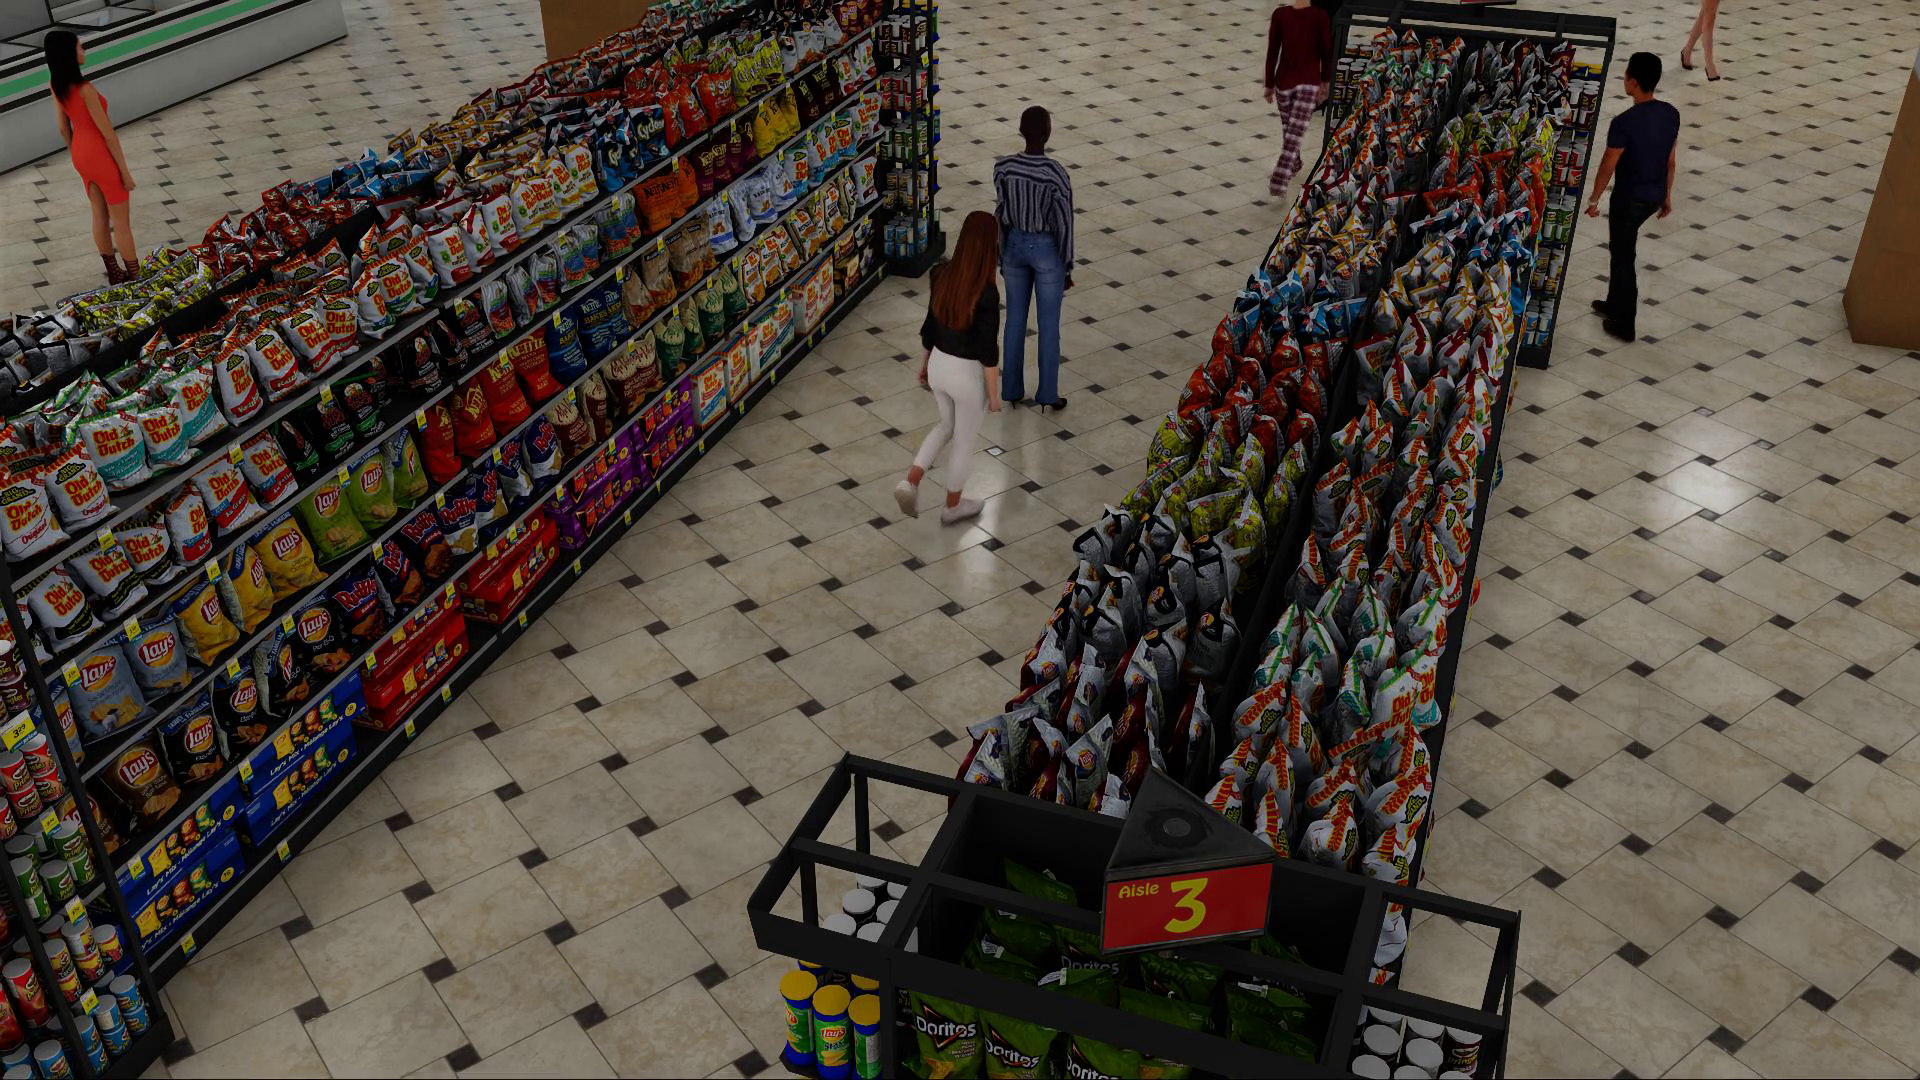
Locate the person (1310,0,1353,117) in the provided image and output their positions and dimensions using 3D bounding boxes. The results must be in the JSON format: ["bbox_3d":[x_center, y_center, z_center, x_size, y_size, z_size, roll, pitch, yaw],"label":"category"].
[{"bbox_3d":[3.124,-4.449,14.098,0.851,1.671,0.710,26,40,35],"label":"person"}]

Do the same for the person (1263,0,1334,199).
[{"bbox_3d":[2.491,-3.347,12.345,0.722,1.652,1.144,15,35,23],"label":"person"}]

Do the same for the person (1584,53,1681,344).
[{"bbox_3d":[4.153,-2.023,10.117,0.864,1.758,0.924,-10,33,-16],"label":"person"}]

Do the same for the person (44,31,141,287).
[{"bbox_3d":[-5.628,-2.460,10.857,0.611,1.719,0.546,15,35,22],"label":"person"}]

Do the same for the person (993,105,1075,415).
[{"bbox_3d":[0.414,-1.548,9.318,0.639,1.796,0.548,14,35,22],"label":"person"}]

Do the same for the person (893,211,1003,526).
[{"bbox_3d":[-0.058,-0.774,8.182,0.811,1.681,0.910,25,40,34],"label":"person"}]
